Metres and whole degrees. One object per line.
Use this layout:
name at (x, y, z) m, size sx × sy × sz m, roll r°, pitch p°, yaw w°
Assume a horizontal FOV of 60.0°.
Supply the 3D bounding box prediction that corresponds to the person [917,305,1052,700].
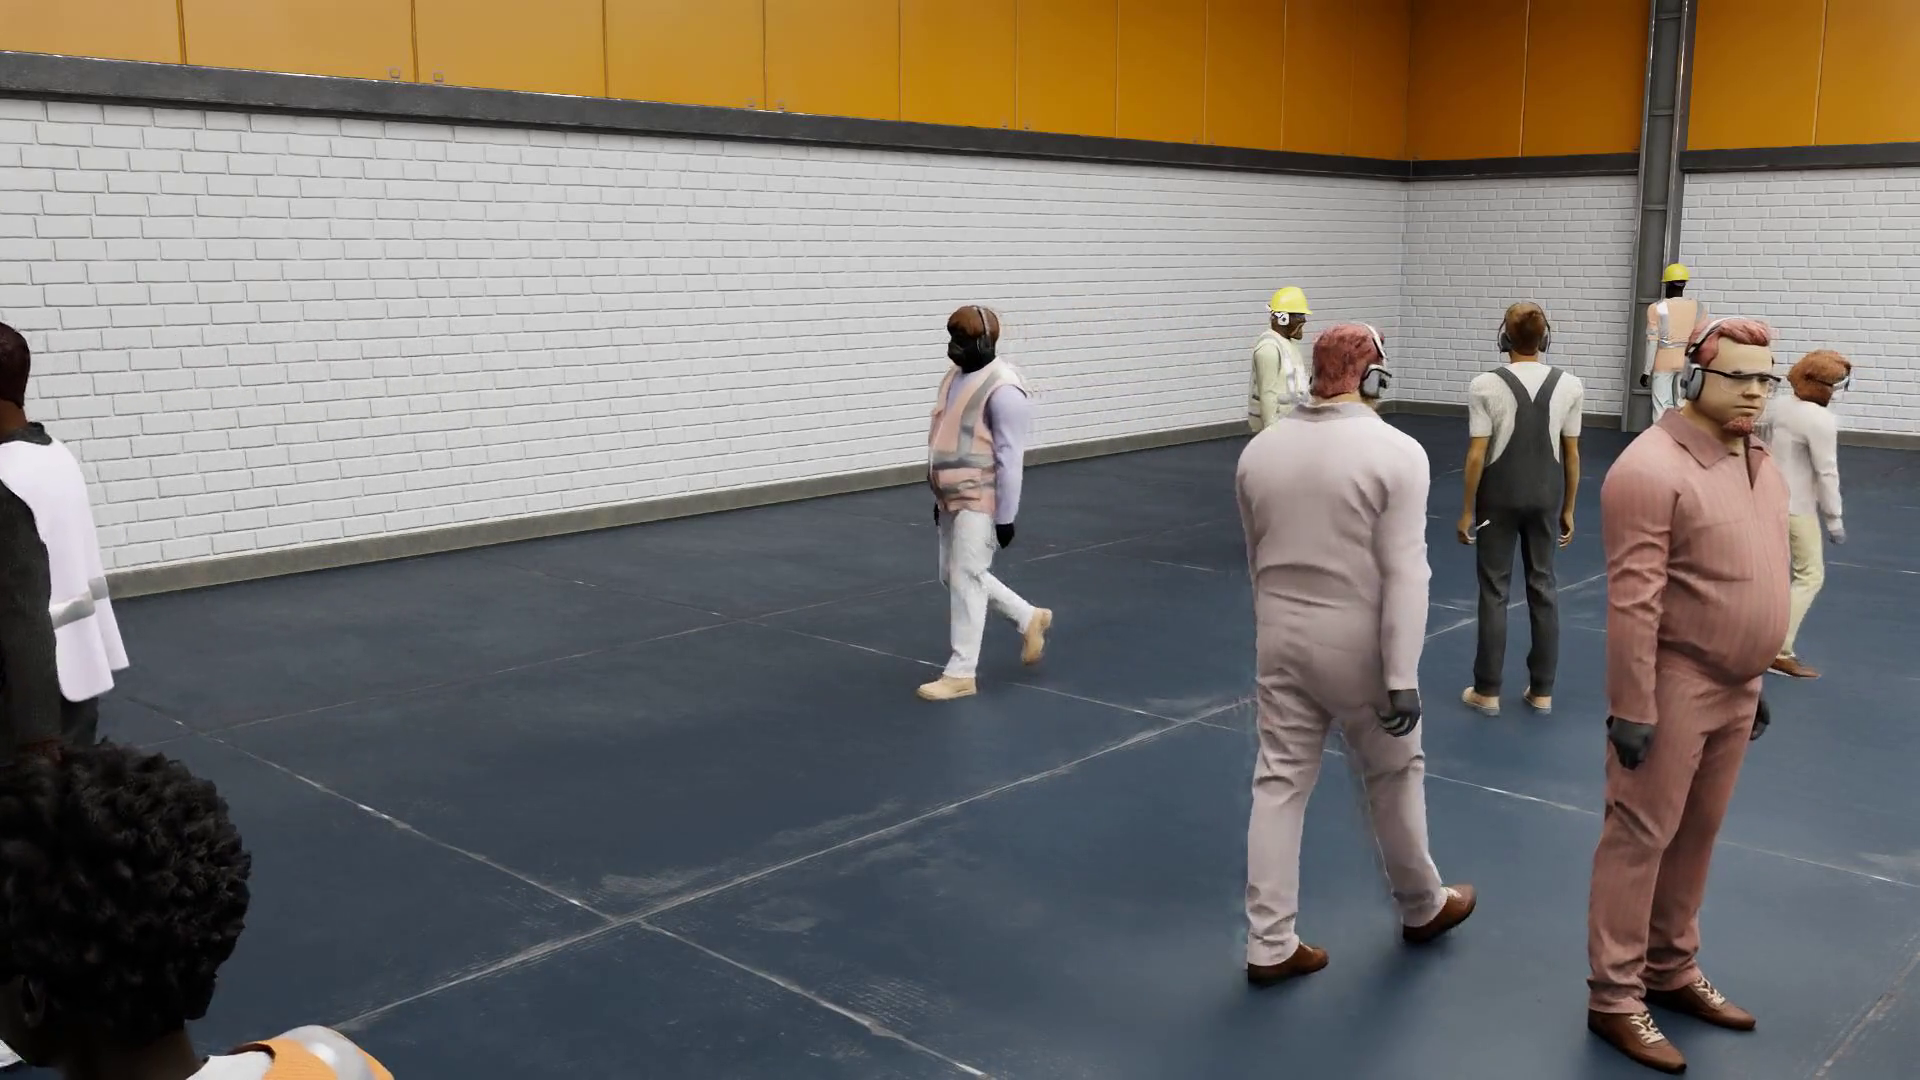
person at (0.122, -0.184, 7.753) m, size 0.698 × 1.822 × 0.636 m, roll -4°, pitch 11°, yaw -23°

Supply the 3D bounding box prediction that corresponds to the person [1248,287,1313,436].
person at (2.119, -0.758, 11.031) m, size 0.403 × 1.825 × 0.596 m, roll 5°, pitch 11°, yaw 25°

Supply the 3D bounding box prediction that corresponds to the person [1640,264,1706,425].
person at (6.751, -1.651, 15.804) m, size 0.594 × 1.924 × 0.374 m, roll -2°, pitch 10°, yaw -9°

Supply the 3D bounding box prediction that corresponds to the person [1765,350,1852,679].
person at (4.031, -0.130, 8.085) m, size 0.381 × 1.598 × 0.571 m, roll -1°, pitch 10°, yaw -3°

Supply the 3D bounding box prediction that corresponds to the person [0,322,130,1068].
person at (-2.419, 0.391, 4.247) m, size 0.523 × 1.902 × 0.607 m, roll -3°, pitch 10°, yaw -16°

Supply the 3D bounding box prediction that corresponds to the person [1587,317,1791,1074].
person at (1.906, 0.384, 4.288) m, size 0.642 × 1.905 × 0.399 m, roll -7°, pitch 12°, yaw -36°

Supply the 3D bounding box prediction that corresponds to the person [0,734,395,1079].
person at (-0.644, 0.996, 1.420) m, size 0.321 × 1.690 × 0.529 m, roll 3°, pitch 10°, yaw 16°

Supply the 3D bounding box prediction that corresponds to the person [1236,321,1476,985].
person at (1.148, 0.312, 4.814) m, size 0.948 × 1.858 × 0.656 m, roll -9°, pitch 13°, yaw -41°

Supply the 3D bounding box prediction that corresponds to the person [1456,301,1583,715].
person at (2.480, -0.133, 7.399) m, size 0.517 × 1.842 × 0.326 m, roll 0°, pitch 10°, yaw 0°
